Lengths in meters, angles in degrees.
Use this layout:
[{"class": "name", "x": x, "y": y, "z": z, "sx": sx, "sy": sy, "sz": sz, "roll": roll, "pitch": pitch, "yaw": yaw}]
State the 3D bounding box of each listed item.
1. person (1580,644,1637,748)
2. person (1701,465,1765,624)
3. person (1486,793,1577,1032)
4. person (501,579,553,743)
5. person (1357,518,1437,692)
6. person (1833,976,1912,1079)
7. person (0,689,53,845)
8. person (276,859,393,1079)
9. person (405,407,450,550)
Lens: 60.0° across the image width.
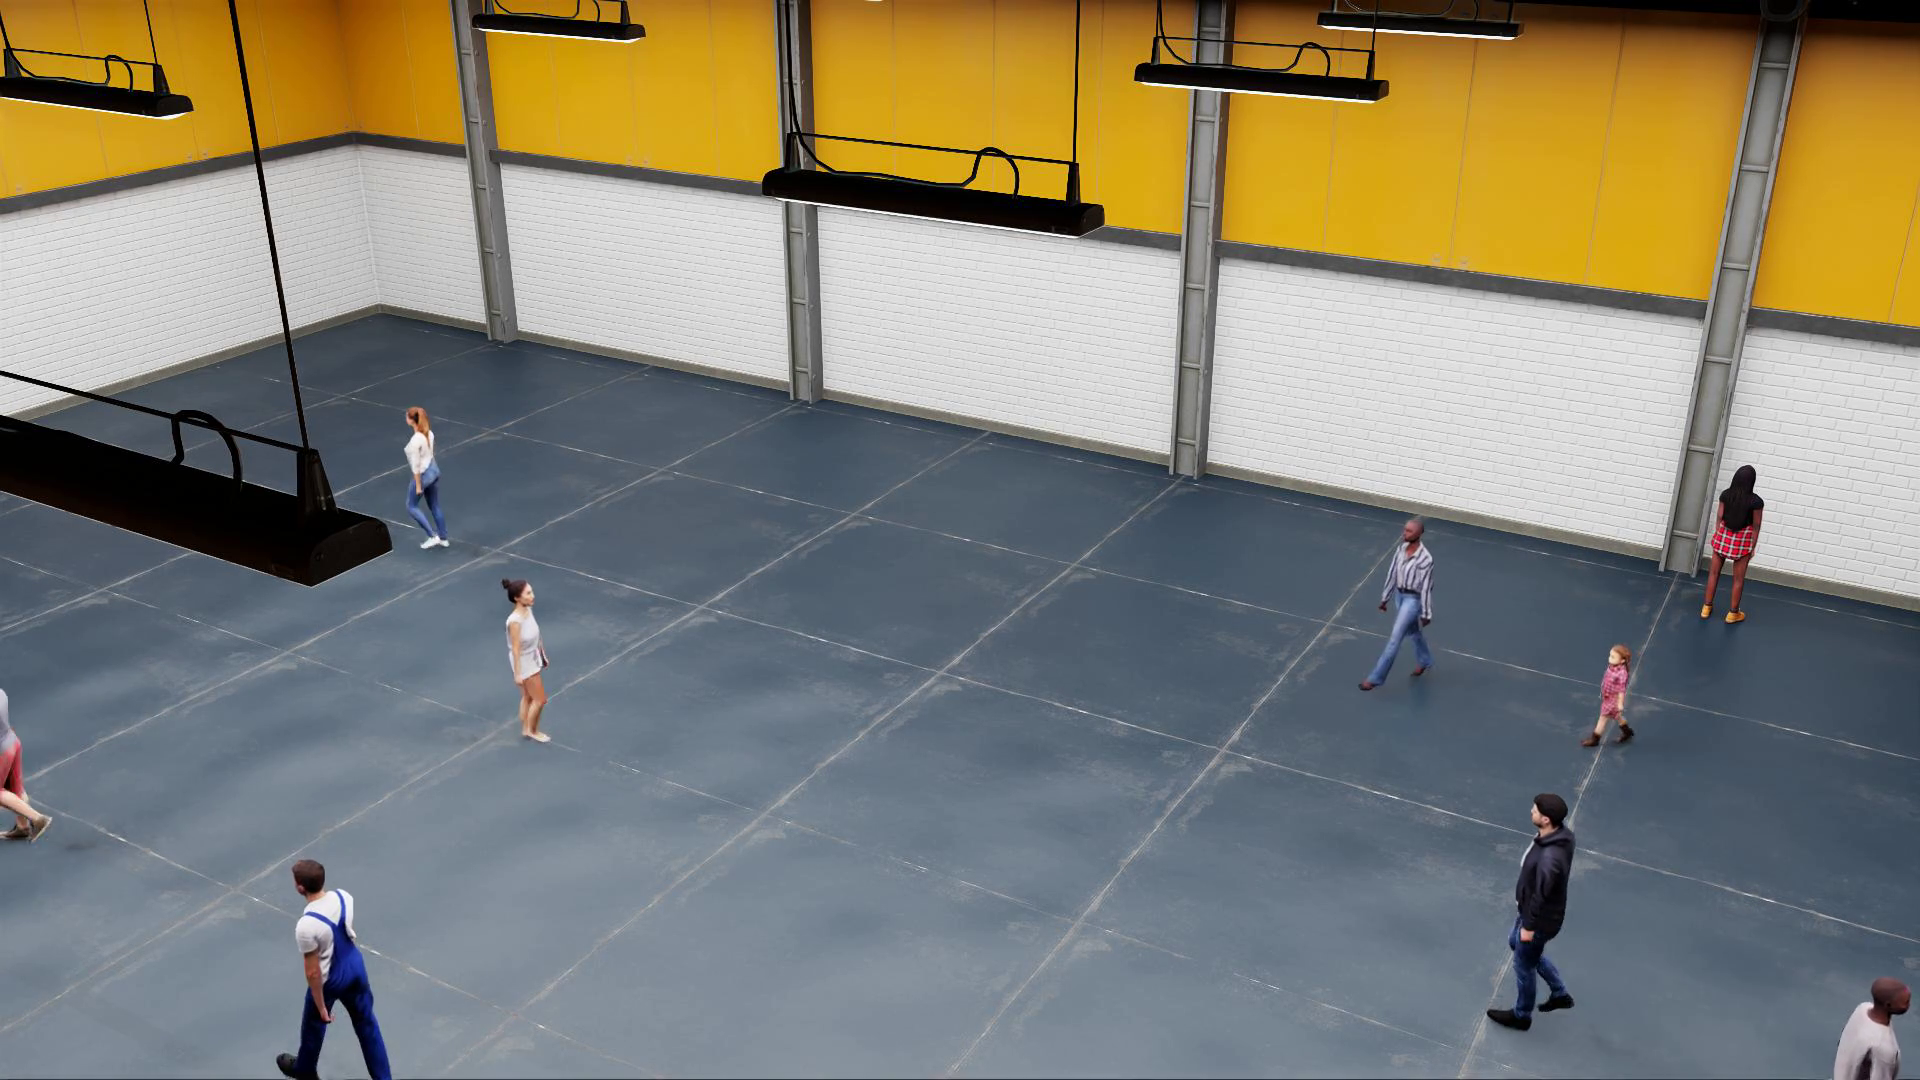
[{"class": "person", "x": 5.976, "y": 1.414, "z": 15.090, "sx": 0.792, "sy": 1.017, "sz": 0.681, "roll": -2, "pitch": 24, "yaw": -5}, {"class": "person", "x": 8.081, "y": 0.031, "z": 17.364, "sx": 0.577, "sy": 1.729, "sz": 0.701, "roll": 18, "pitch": 29, "yaw": 35}, {"class": "person", "x": 4.041, "y": 2.581, "z": 11.342, "sx": 0.794, "sy": 1.880, "sz": 0.696, "roll": 11, "pitch": 26, "yaw": 23}, {"class": "person", "x": -4.007, "y": 1.103, "z": 15.073, "sx": 0.700, "sy": 1.600, "sz": 0.681, "roll": 2, "pitch": 24, "yaw": 4}, {"class": "person", "x": 4.381, "y": 0.626, "z": 15.994, "sx": 1.182, "sy": 1.735, "sz": 1.210, "roll": -9, "pitch": 25, "yaw": -21}, {"class": "person", "x": 5.237, "y": 3.296, "z": 9.855, "sx": 0.720, "sy": 1.760, "sz": 0.711, "roll": 5, "pitch": 24, "yaw": 12}, {"class": "person", "x": -7.730, "y": 1.747, "z": 13.548, "sx": 0.873, "sy": 1.641, "sz": 0.773, "roll": 0, "pitch": 24, "yaw": 0}, {"class": "person", "x": -3.933, "y": 2.889, "z": 10.724, "sx": 1.101, "sy": 1.810, "sz": 0.629, "roll": 13, "pitch": 27, "yaw": 27}, {"class": "person", "x": -6.045, "y": -0.691, "z": 19.041, "sx": 0.688, "sy": 1.709, "sz": 0.693, "roll": 6, "pitch": 24, "yaw": 13}]
